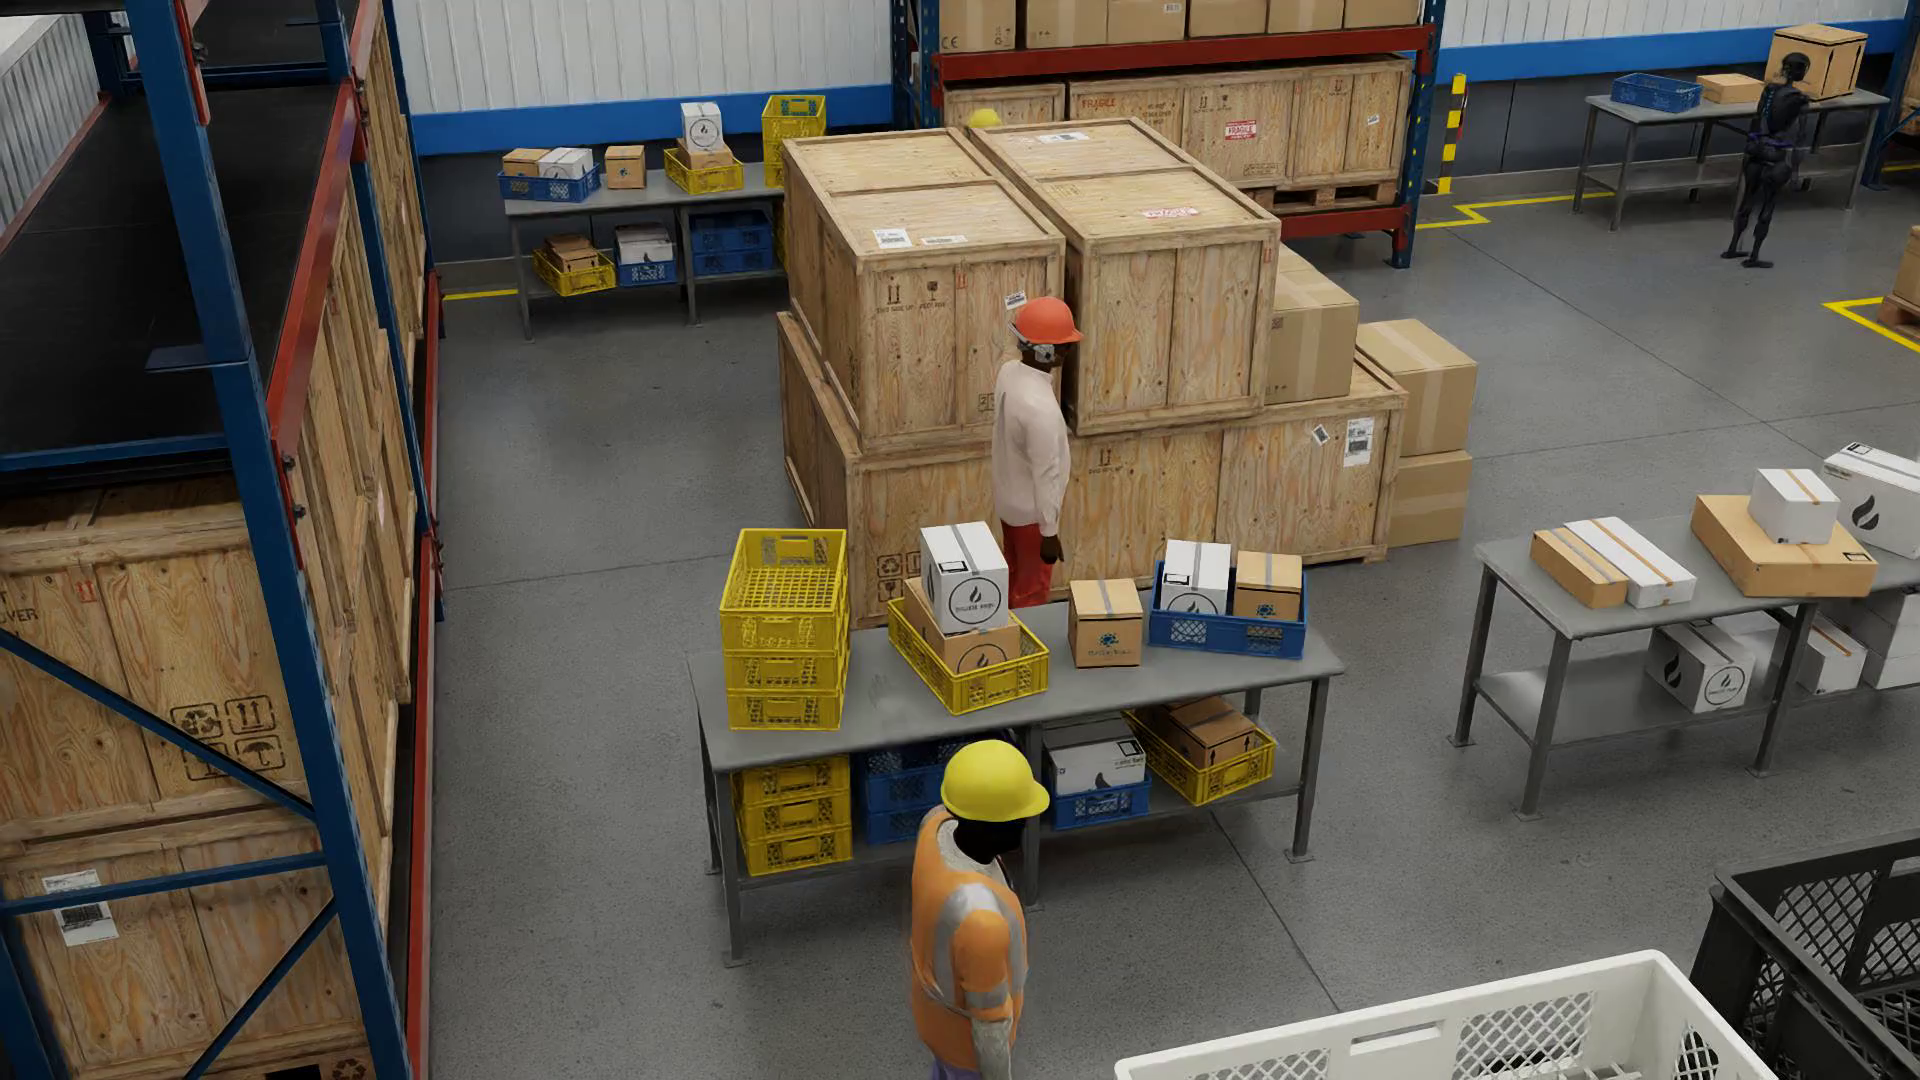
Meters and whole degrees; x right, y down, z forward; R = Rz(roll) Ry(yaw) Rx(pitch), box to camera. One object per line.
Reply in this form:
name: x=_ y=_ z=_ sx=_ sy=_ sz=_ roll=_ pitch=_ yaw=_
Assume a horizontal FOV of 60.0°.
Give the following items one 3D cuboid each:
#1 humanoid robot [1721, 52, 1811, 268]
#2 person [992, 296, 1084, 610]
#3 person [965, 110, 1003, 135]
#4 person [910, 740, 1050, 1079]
humanoid robot: x=6.374 y=-2.991 z=13.072 sx=0.315 sy=1.656 sz=0.610 roll=-7 pitch=30 yaw=-13
person: x=0.345 y=-0.165 z=7.632 sx=0.399 sy=1.989 sz=0.621 roll=-7 pitch=30 yaw=-13
person: x=0.136 y=-2.023 z=11.260 sx=0.401 sy=1.753 sz=0.536 roll=-8 pitch=30 yaw=-14
person: x=0.053 y=1.389 z=4.877 sx=0.379 sy=1.924 sz=0.592 roll=-7 pitch=30 yaw=-13
